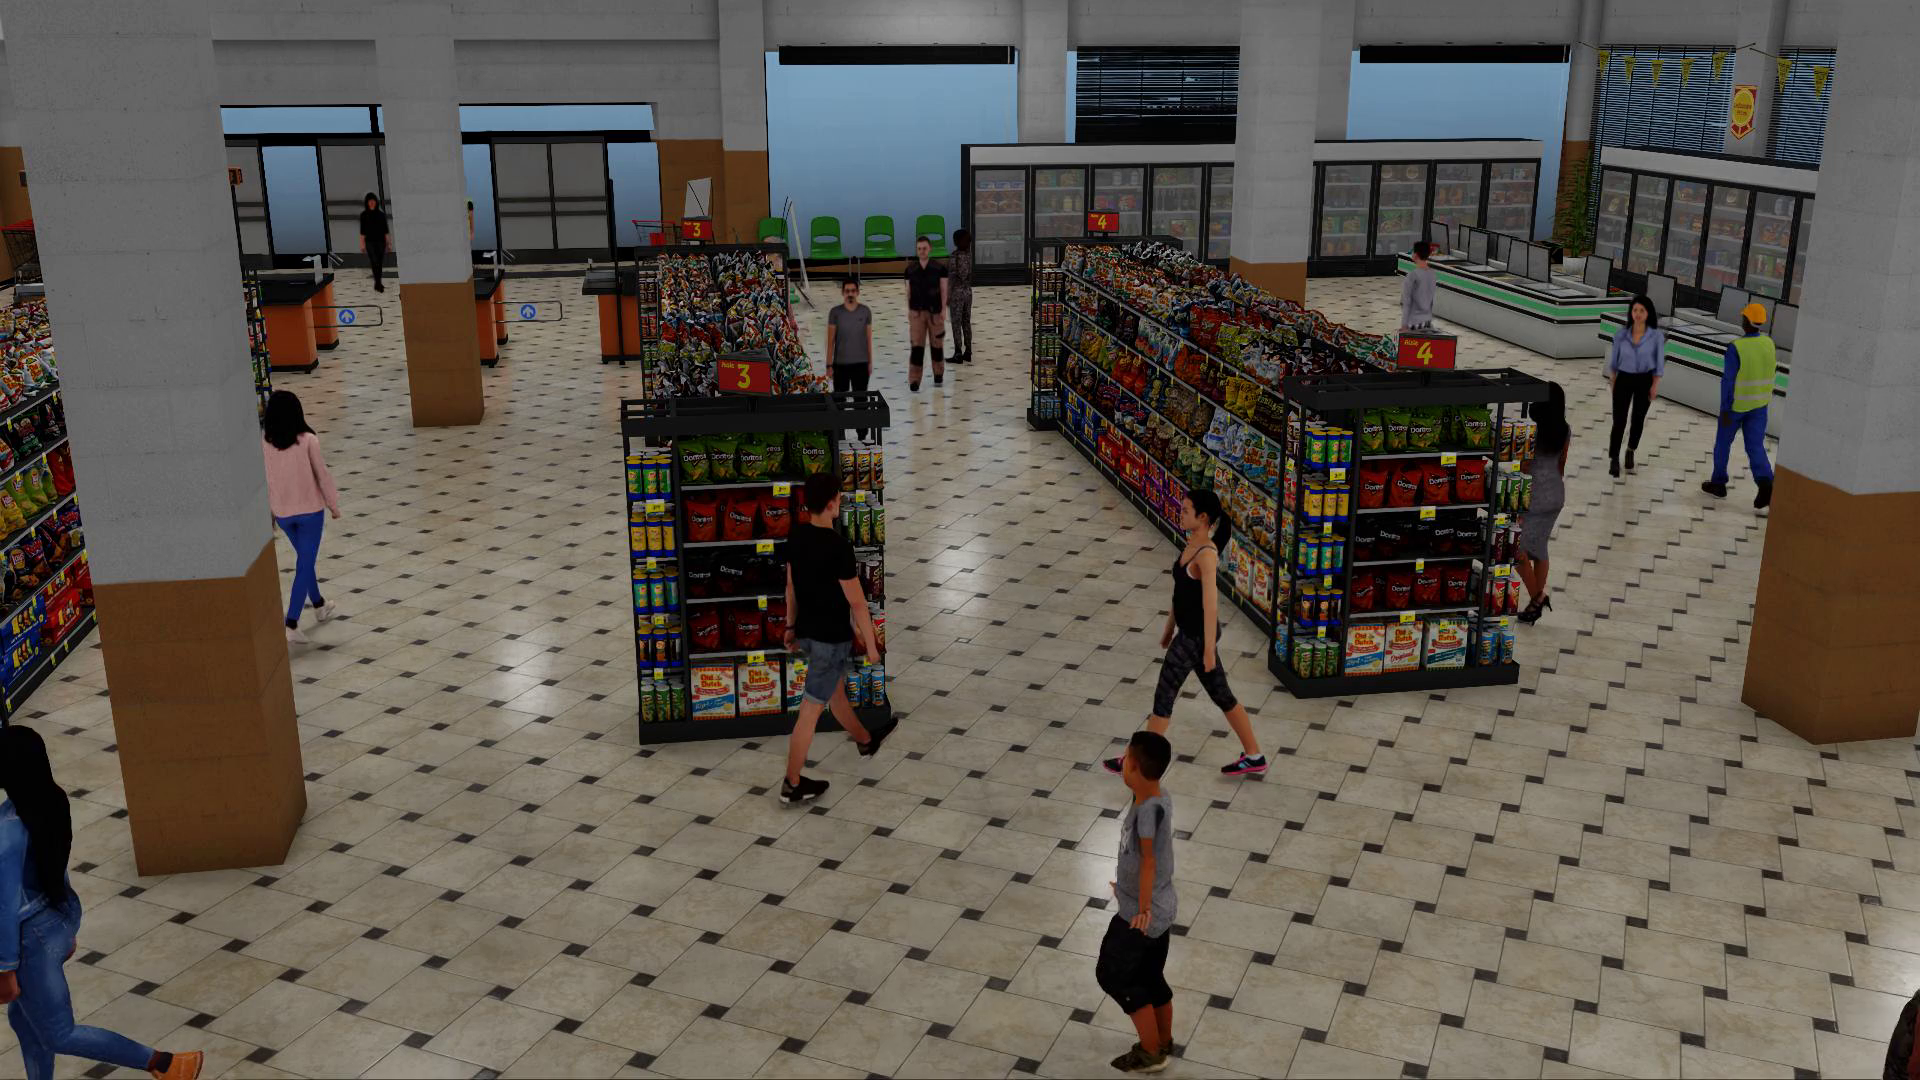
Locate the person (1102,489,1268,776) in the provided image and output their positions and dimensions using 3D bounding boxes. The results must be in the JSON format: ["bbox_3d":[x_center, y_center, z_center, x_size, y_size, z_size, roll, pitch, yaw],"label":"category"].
[{"bbox_3d":[1.406,0.573,9.228,0.791,1.675,1.136,0,17,0],"label":"person"}]

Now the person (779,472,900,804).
[{"bbox_3d":[-0.822,0.561,9.042,1.138,1.807,1.214,-15,22,-40],"label":"person"}]

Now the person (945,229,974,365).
[{"bbox_3d":[0.006,-3.138,21.383,0.729,1.714,0.681,14,22,39],"label":"person"}]

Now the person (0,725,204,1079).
[{"bbox_3d":[-3.298,1.500,6.149,0.708,1.691,0.979,-4,17,-12],"label":"person"}]

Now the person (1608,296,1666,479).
[{"bbox_3d":[6.439,-1.443,15.836,1.064,1.694,1.229,8,18,24],"label":"person"}]

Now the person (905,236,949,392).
[{"bbox_3d":[-0.355,-2.679,19.752,0.893,1.784,1.287,1,17,4],"label":"person"}]

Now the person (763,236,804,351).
[{"bbox_3d":[-2.251,-2.962,20.917,1.037,1.647,1.128,10,20,30],"label":"person"}]

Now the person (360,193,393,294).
[{"bbox_3d":[-9.544,-4.821,27.103,0.869,1.610,1.136,-10,20,-30],"label":"person"}]

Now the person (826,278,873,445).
[{"bbox_3d":[-1.127,-1.795,16.925,0.643,1.735,1.122,-3,17,-10],"label":"person"}]

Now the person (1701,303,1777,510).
[{"bbox_3d":[7.045,-1.181,14.808,0.715,1.789,1.117,-2,17,-5],"label":"person"}]

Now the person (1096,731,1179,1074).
[{"bbox_3d":[0.778,1.444,6.771,0.742,1.437,0.615,-1,17,-3],"label":"person"}]

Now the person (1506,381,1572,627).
[{"bbox_3d":[4.117,-0.210,11.652,0.671,1.766,0.720,-6,18,-18],"label":"person"}]

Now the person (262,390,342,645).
[{"bbox_3d":[-4.570,-0.120,11.419,0.896,1.729,1.249,2,17,7],"label":"person"}]

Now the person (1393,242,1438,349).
[{"bbox_3d":[5.244,-2.434,18.856,0.768,1.835,0.817,-9,19,-28],"label":"person"}]
